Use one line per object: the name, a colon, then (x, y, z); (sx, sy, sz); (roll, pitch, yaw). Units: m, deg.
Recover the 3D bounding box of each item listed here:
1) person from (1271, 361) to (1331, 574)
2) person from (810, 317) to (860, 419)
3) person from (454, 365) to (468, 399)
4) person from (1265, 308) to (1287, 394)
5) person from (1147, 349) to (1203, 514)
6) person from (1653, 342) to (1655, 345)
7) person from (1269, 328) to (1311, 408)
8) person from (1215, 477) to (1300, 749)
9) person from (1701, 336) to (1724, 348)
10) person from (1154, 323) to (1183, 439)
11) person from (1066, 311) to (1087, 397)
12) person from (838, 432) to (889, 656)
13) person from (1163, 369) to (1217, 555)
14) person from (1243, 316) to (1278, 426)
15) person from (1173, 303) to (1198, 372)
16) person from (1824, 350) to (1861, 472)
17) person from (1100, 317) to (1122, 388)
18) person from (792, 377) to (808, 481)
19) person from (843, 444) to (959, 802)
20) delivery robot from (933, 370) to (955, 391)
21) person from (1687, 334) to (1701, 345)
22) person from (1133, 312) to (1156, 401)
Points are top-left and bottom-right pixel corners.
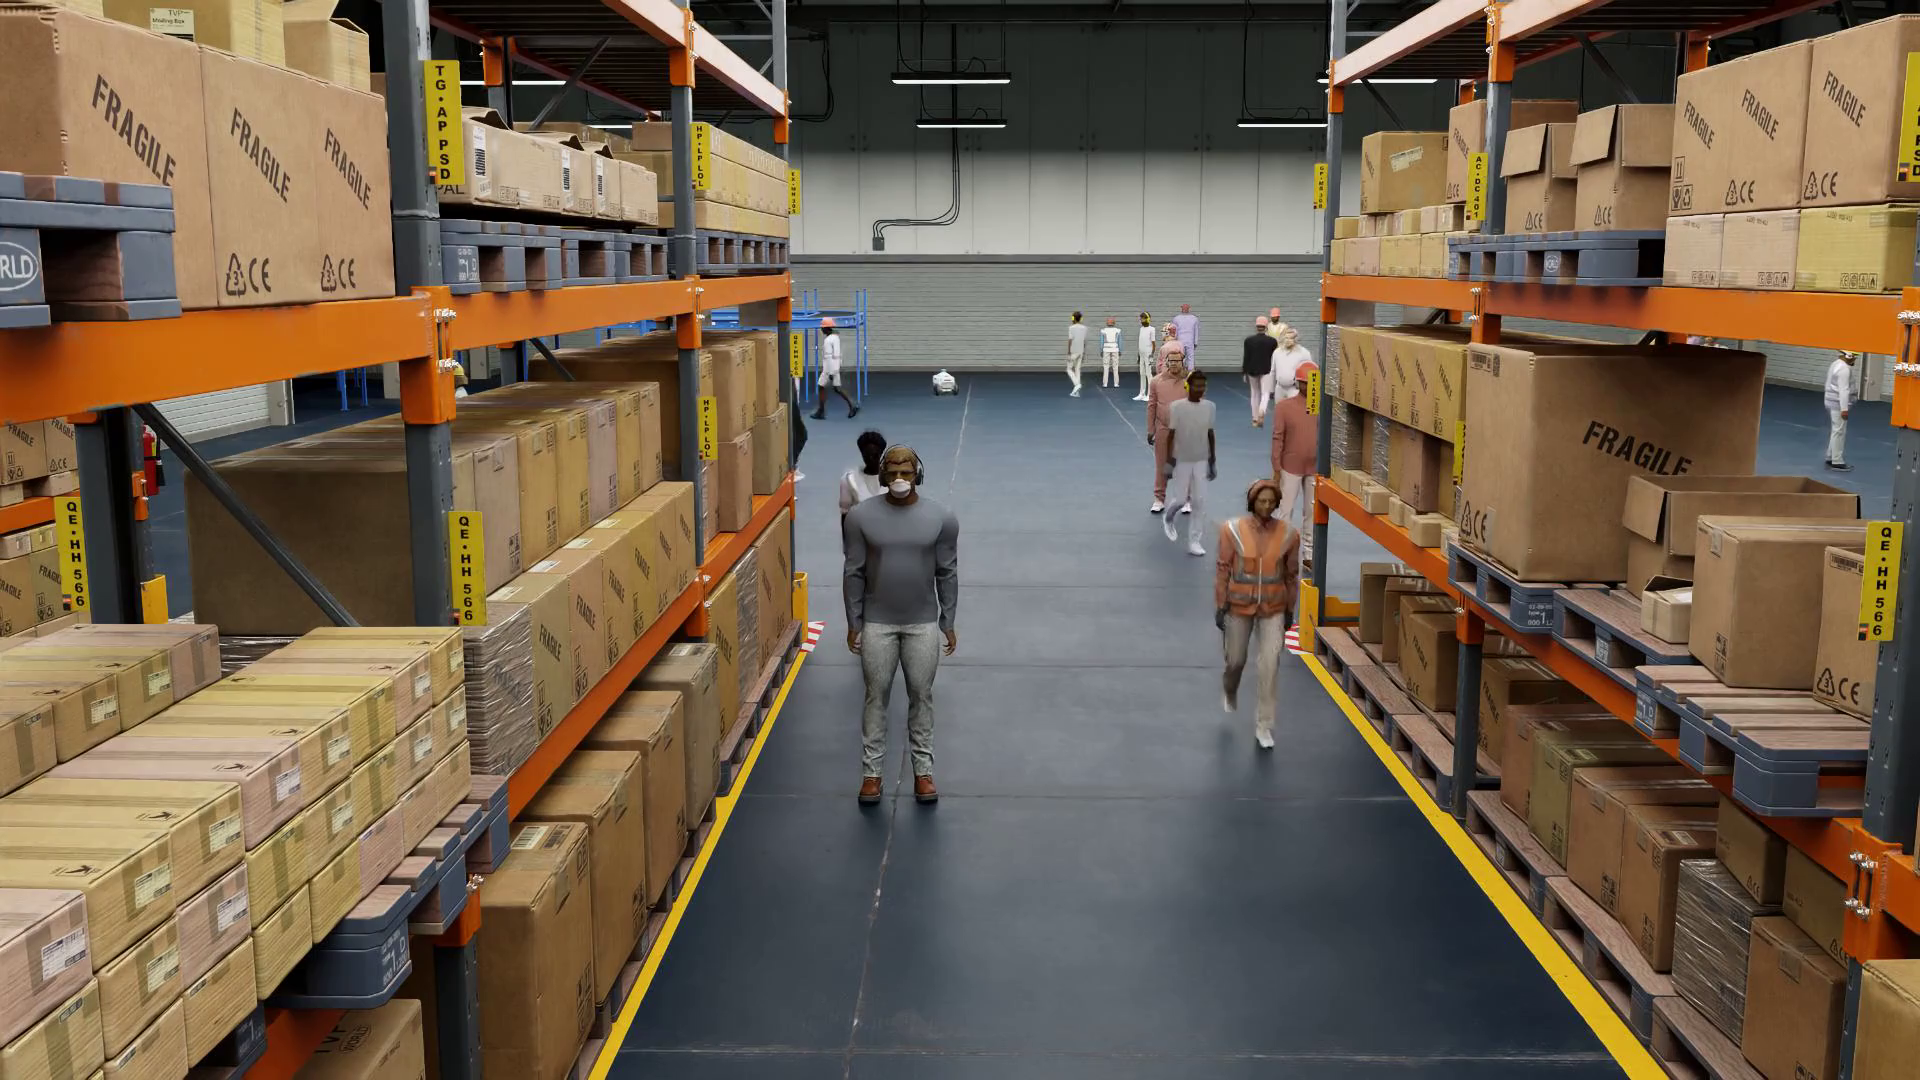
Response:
person: (3.207, -0.674, 15.519); (0.614, 1.993, 0.395); (-2, 10, -10)
person: (-2.336, -3.192, 30.882); (0.891, 1.906, 0.544); (4, 10, 21)
person: (-5.840, -1.189, 19.358); (0.321, 1.742, 0.492); (-3, 10, -16)
person: (7.059, -4.257, 37.299); (0.560, 1.899, 0.974); (4, 10, 24)
person: (2.491, -1.268, 19.340); (0.651, 1.907, 0.409); (2, 10, 11)
person: (9.824, -1.924, 23.304); (0.599, 1.887, 0.883); (-7, 12, -35)
person: (5.172, -2.371, 26.026); (0.653, 1.881, 0.730); (7, 12, 35)
person: (1.802, 0.407, 10.150); (0.521, 1.618, 0.647); (1, 9, 3)
person: (12.388, -2.588, 27.558); (0.513, 1.822, 0.582); (6, 11, 32)
person: (3.419, -2.605, 27.354); (0.409, 1.909, 0.642); (5, 10, 25)
person: (2.534, -4.046, 36.182); (0.512, 1.845, 0.444); (-6, 11, -30)
person: (-0.622, 0.027, 12.306); (0.549, 1.644, 0.864); (-1, 10, -4)
person: (2.304, -0.806, 16.746); (0.547, 1.855, 0.619); (-3, 10, -16)
person: (5.313, -2.979, 29.427); (0.628, 1.970, 0.852); (3, 10, 16)
person: (5.507, -4.838, 40.723); (0.642, 1.909, 0.410); (-1, 10, -5)
person: (12.336, -1.877, 23.279); (0.419, 1.815, 0.609); (3, 10, 18)
person: (3.512, -4.368, 38.715); (0.511, 1.638, 0.307); (1, 9, 4)
person: (-2.213, -1.732, 22.139); (0.535, 1.897, 0.615); (-2, 10, -9)
person: (-0.316, 0.448, 8.964); (0.627, 1.940, 0.372); (-1, 9, -4)
delivery robot: (-0.359, -3.522, 36.733); (0.477, 0.478, 0.707); (-2, 10, -14)
person: (13.490, -3.184, 30.913); (0.550, 1.887, 1.011); (0, 9, -1)
person: (3.894, -3.856, 34.988); (0.329, 1.861, 0.510); (-6, 11, -32)
